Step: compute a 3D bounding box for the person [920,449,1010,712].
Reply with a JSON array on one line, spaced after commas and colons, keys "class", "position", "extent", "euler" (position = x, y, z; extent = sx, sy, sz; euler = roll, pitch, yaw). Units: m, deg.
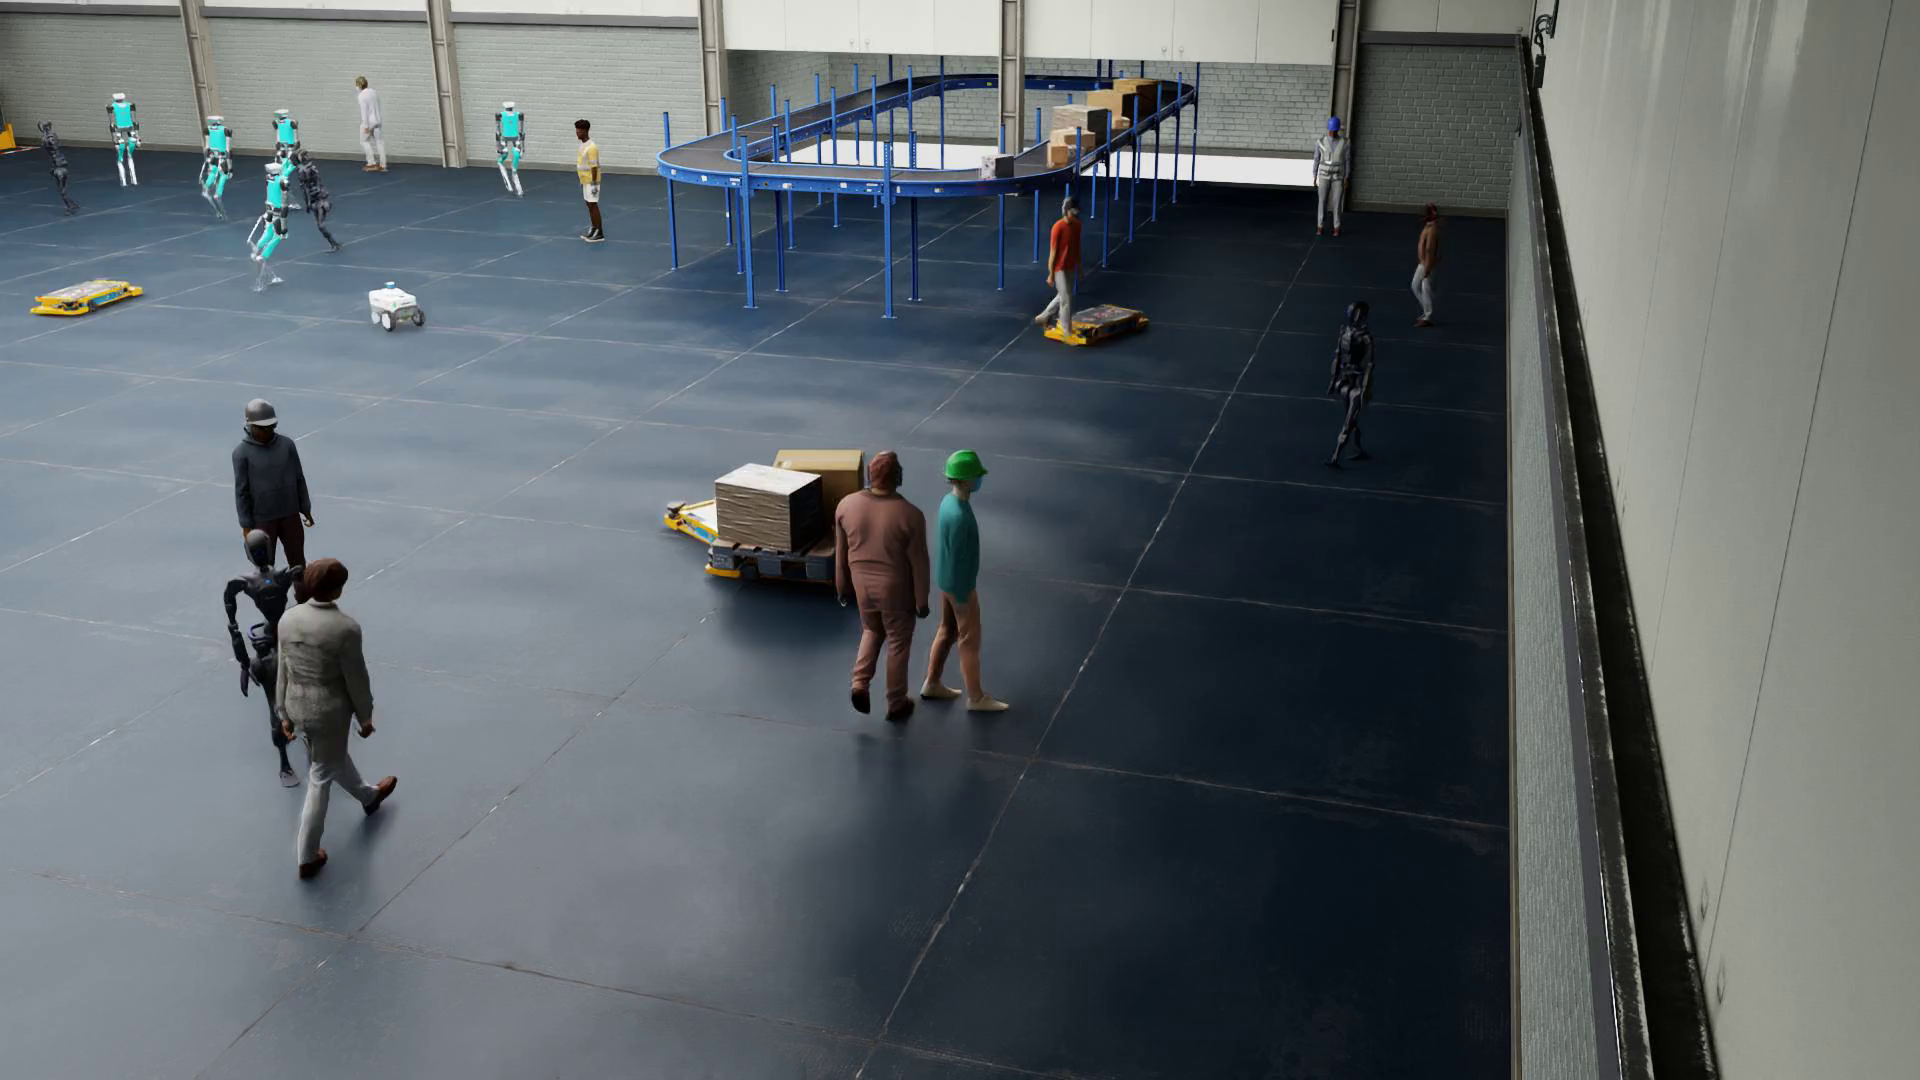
[{"class": "person", "position": [0.014, 0.280, 11.267], "extent": [0.607, 1.873, 0.529], "euler": [-2, 21, -6]}]

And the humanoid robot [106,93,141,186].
[{"class": "humanoid robot", "position": [-16.231, -7.745, 32.263], "extent": [0.538, 1.835, 0.660], "euler": [-19, 28, -40]}]

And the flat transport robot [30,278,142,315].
[{"class": "flat transport robot", "position": [-11.978, -3.331, 22.818], "extent": [0.659, 0.231, 1.431], "euler": [4, 21, 10]}]

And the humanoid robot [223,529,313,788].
[{"class": "humanoid robot", "position": [-4.234, 0.701, 10.446], "extent": [0.612, 1.648, 0.583], "euler": [-11, 23, -25]}]

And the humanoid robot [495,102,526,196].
[{"class": "humanoid robot", "position": [-8.404, -7.292, 31.047], "extent": [0.554, 1.765, 0.928], "euler": [-10, 23, -25]}]

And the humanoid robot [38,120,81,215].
[{"class": "humanoid robot", "position": [-15.833, -6.568, 29.269], "extent": [0.451, 1.645, 0.604], "euler": [-16, 26, -35]}]

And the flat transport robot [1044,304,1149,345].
[{"class": "flat transport robot", "position": [1.769, -2.772, 21.366], "extent": [0.659, 0.231, 1.431], "euler": [16, 26, 36]}]

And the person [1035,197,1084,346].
[{"class": "person", "position": [1.245, -3.385, 20.769], "extent": [0.834, 1.872, 0.564], "euler": [18, 28, 39]}]

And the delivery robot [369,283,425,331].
[{"class": "delivery robot", "position": [-7.381, -3.044, 21.695], "extent": [0.812, 0.609, 0.499], "euler": [20, 29, 41]}]

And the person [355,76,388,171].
[{"class": "person", "position": [-12.032, -8.465, 33.854], "extent": [0.589, 1.915, 0.664], "euler": [8, 23, 20]}]

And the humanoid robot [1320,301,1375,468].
[{"class": "humanoid robot", "position": [3.786, -1.520, 16.191], "extent": [0.713, 1.631, 0.599], "euler": [-10, 23, -25]}]

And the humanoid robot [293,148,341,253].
[{"class": "humanoid robot", "position": [-10.022, -5.297, 25.979], "extent": [0.629, 1.626, 0.492], "euler": [13, 25, 31]}]

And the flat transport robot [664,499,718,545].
[{"class": "flat transport robot", "position": [-1.921, -0.097, 14.429], "extent": [0.659, 0.231, 1.431], "euler": [-17, 27, -37]}]

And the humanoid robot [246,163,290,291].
[{"class": "humanoid robot", "position": [-9.872, -4.372, 23.575], "extent": [0.559, 1.857, 0.831], "euler": [18, 27, 39]}]

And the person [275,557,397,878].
[{"class": "person", "position": [-3.626, 0.967, 9.586], "extent": [0.512, 1.763, 1.019], "euler": [7, 22, 17]}]

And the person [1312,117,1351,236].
[{"class": "person", "position": [6.115, -5.991, 27.413], "extent": [0.611, 1.933, 0.415], "euler": [3, 21, 9]}]

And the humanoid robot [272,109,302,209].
[{"class": "humanoid robot", "position": [-12.051, -6.705, 29.559], "extent": [0.569, 1.797, 0.789], "euler": [9, 23, 21]}]

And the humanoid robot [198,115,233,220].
[{"class": "humanoid robot", "position": [-12.871, -6.335, 28.690], "extent": [0.558, 1.868, 0.732], "euler": [6, 22, 15]}]

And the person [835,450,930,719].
[{"class": "person", "position": [-0.503, 0.328, 11.073], "extent": [0.668, 1.888, 0.491], "euler": [9, 23, 22]}]

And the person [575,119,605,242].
[{"class": "person", "position": [-6.008, -5.828, 26.955], "extent": [0.367, 1.958, 0.606], "euler": [-10, 23, -24]}]

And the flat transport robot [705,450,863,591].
[{"class": "flat transport robot", "position": [-1.323, 0.166, 13.748], "extent": [1.431, 0.231, 0.659], "euler": [6, 22, 15]}]

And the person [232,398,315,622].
[{"class": "person", "position": [-5.180, -0.205, 12.577], "extent": [0.549, 1.806, 0.380], "euler": [-18, 27, -39]}]

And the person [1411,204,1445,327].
[{"class": "person", "position": [6.042, -3.537, 21.461], "extent": [0.348, 1.622, 0.490], "euler": [1, 21, 3]}]
